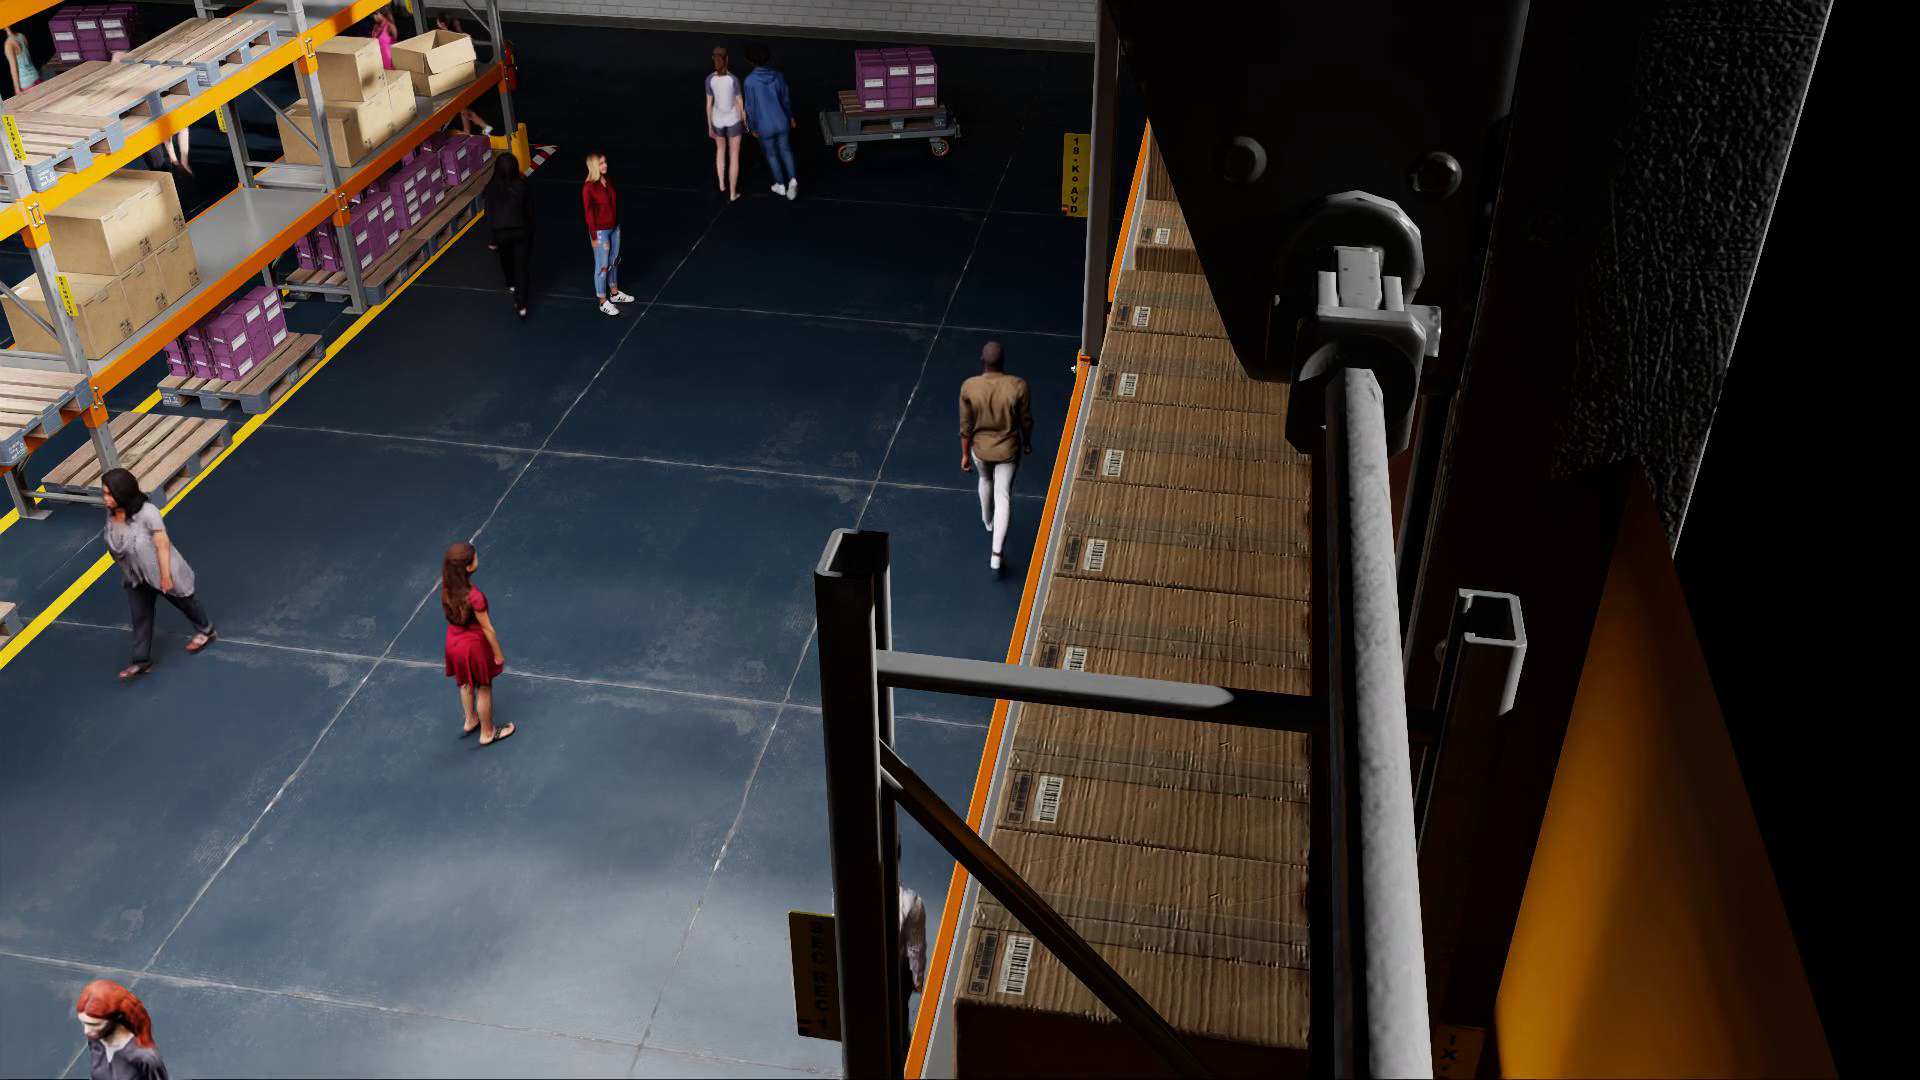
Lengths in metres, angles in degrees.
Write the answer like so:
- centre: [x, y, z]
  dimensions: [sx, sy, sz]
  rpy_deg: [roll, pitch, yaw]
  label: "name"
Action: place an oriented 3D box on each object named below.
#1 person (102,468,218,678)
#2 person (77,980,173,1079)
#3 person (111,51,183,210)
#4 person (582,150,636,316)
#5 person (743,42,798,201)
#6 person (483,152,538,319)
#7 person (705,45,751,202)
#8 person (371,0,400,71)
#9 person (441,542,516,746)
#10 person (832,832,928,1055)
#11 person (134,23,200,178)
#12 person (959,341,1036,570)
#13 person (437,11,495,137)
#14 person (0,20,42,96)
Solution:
- centre: [-5.598, 0.158, 11.650]
  dimensions: [0.753, 1.571, 1.043]
  rpy_deg: [11, 35, 16]
  label: "person"
- centre: [-3.703, 2.636, 7.747]
  dimensions: [0.718, 1.765, 0.876]
  rpy_deg: [16, 37, 22]
  label: "person"
- centre: [-9.027, -4.518, 18.445]
  dimensions: [0.804, 1.836, 0.760]
  rpy_deg: [-24, 40, -31]
  label: "person"
- centre: [-3.511, -3.060, 16.434]
  dimensions: [0.705, 1.635, 0.533]
  rpy_deg: [12, 36, 18]
  label: "person"
- centre: [-2.106, -4.664, 18.730]
  dimensions: [1.027, 1.764, 1.107]
  rpy_deg: [-13, 36, -19]
  label: "person"
- centre: [-4.378, -2.947, 16.333]
  dimensions: [0.987, 1.558, 1.220]
  rpy_deg: [-11, 35, -15]
  label: "person"
- centre: [-2.642, -4.657, 18.729]
  dimensions: [0.584, 1.754, 0.682]
  rpy_deg: [6, 34, 8]
  label: "person"
- centre: [-6.927, -5.808, 20.499]
  dimensions: [0.730, 1.710, 0.952]
  rpy_deg: [18, 38, 25]
  label: "person"
- centre: [-3.213, 0.685, 10.877]
  dimensions: [0.685, 1.549, 0.731]
  rpy_deg: [21, 39, 28]
  label: "person"
- centre: [-0.430, 2.191, 8.384]
  dimensions: [0.637, 1.800, 1.009]
  rpy_deg: [6, 34, 9]
  label: "person"
- centre: [-9.354, -5.084, 19.333]
  dimensions: [0.724, 1.796, 0.731]
  rpy_deg: [28, 43, 36]
  label: "person"
- centre: [0.281, -0.619, 12.620]
  dimensions: [0.725, 1.791, 1.147]
  rpy_deg: [5, 34, 7]
  label: "person"
- centre: [-6.044, -5.600, 20.280]
  dimensions: [0.874, 1.608, 0.950]
  rpy_deg: [14, 36, 20]
  label: "person"
- centre: [-11.140, -5.444, 19.907]
  dimensions: [0.692, 1.760, 0.674]
  rpy_deg: [5, 34, 7]
  label: "person"
